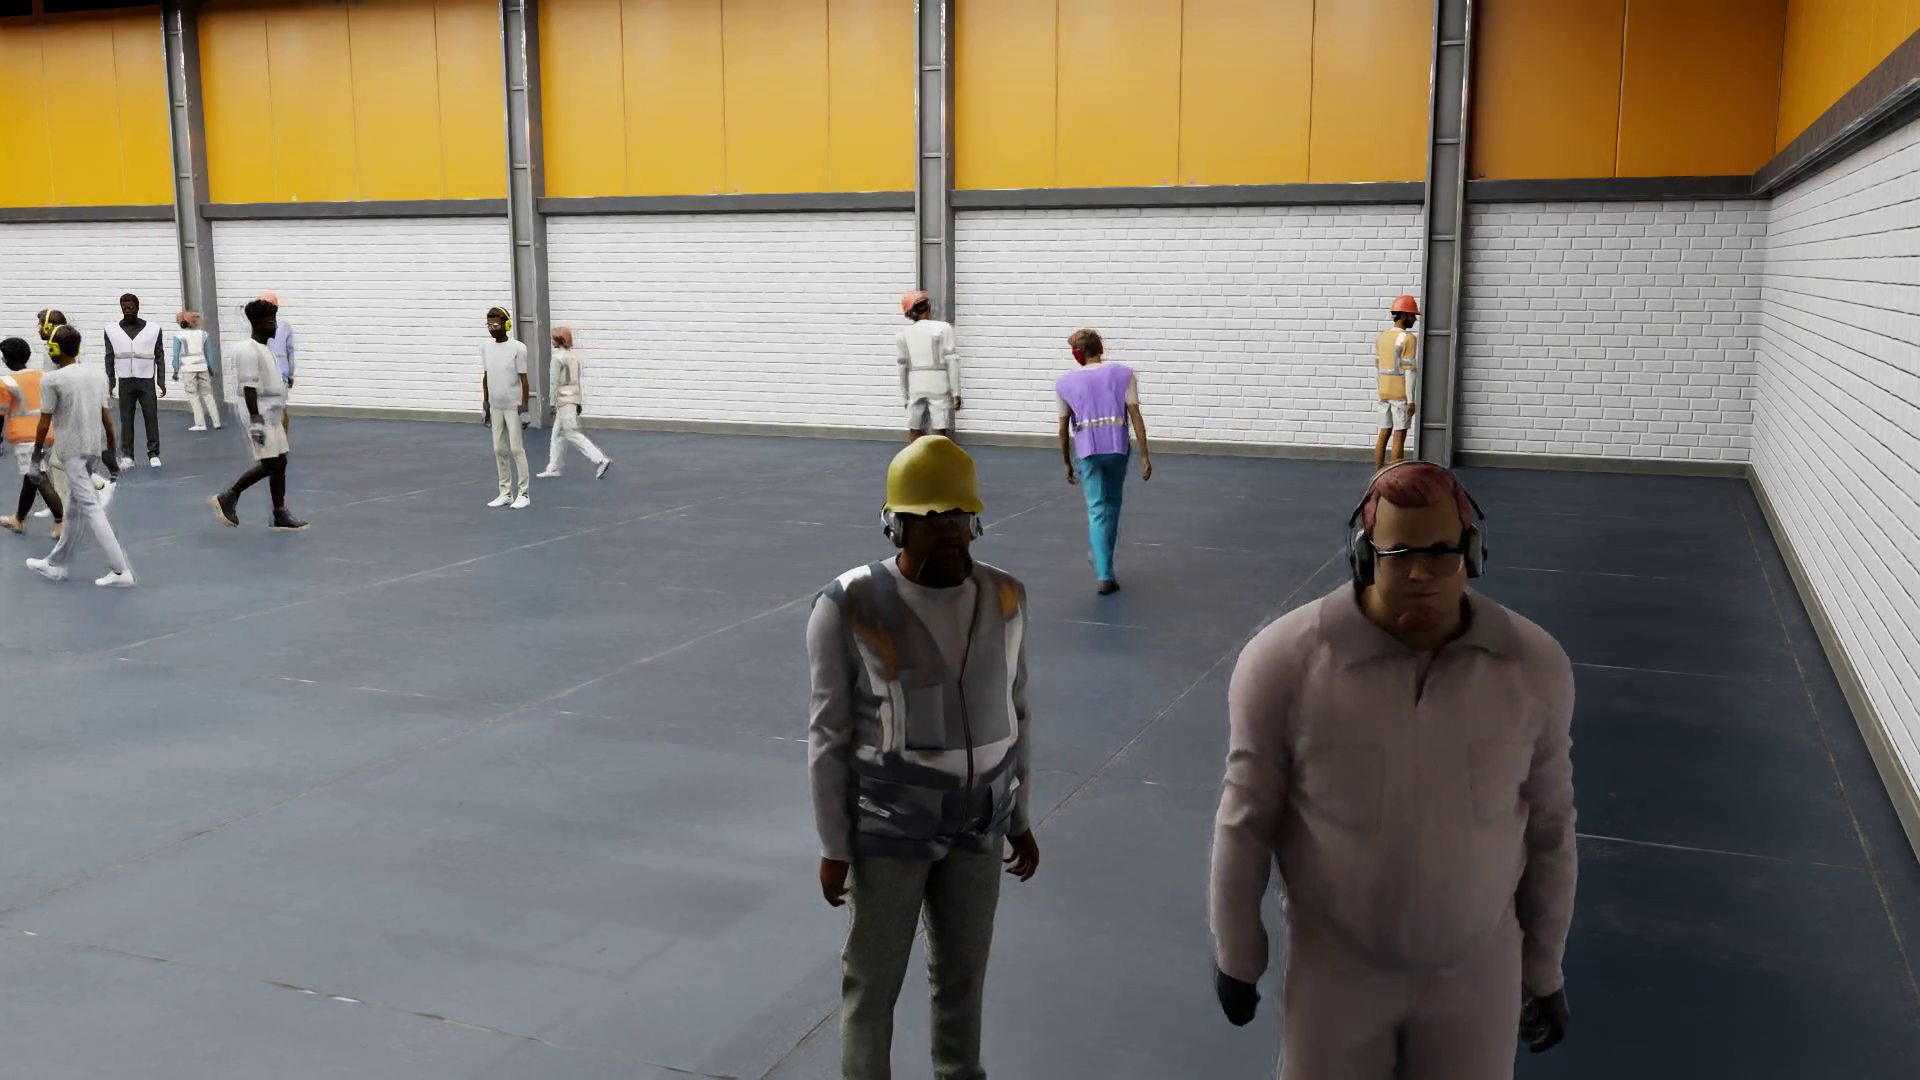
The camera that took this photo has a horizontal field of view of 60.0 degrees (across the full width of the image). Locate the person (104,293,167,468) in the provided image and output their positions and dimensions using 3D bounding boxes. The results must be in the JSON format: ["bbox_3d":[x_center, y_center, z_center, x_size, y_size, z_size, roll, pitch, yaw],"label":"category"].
[{"bbox_3d":[-9.079,-1.753,18.336,0.597,1.916,0.370,-4,10,-20],"label":"person"}]

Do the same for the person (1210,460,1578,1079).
[{"bbox_3d":[0.816,0.759,3.217,0.681,1.881,0.641,0,9,0],"label":"person"}]

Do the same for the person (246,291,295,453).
[{"bbox_3d":[-8.195,-1.986,19.748,0.564,1.914,0.585,-8,12,-41],"label":"person"}]

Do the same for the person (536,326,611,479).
[{"bbox_3d":[-4.033,-1.419,17.274,0.807,1.605,0.517,2,10,9],"label":"person"}]

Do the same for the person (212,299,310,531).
[{"bbox_3d":[-5.822,-1.021,13.789,0.637,1.953,0.618,-1,9,-3],"label":"person"}]

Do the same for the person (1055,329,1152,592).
[{"bbox_3d":[0.980,-0.564,11.544,0.651,1.777,0.936,0,9,-1],"label":"person"}]

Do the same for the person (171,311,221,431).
[{"bbox_3d":[-10.288,-2.265,22.376,0.313,1.607,0.620,6,11,33],"label":"person"}]

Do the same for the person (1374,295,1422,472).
[{"bbox_3d":[4.269,-1.410,16.211,0.376,1.934,0.547,-4,10,-23],"label":"person"}]

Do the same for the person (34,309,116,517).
[{"bbox_3d":[-7.846,-1.097,14.599,0.650,1.842,0.541,-2,10,-11],"label":"person"}]

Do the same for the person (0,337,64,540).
[{"bbox_3d":[-7.576,-0.820,13.498,0.912,1.633,0.539,3,10,19],"label":"person"}]

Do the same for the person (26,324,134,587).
[{"bbox_3d":[-6.169,-0.580,11.525,0.965,1.815,0.548,3,10,16],"label":"person"}]

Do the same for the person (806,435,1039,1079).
[{"bbox_3d":[-0.070,0.665,3.938,0.586,1.835,0.403,-5,11,-28],"label":"person"}]

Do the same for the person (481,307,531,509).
[{"bbox_3d":[-4.157,-1.202,15.217,0.498,1.853,0.369,4,10,24],"label":"person"}]

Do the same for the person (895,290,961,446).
[{"bbox_3d":[-0.278,-1.388,15.954,0.723,1.989,0.387,5,10,26],"label":"person"}]
